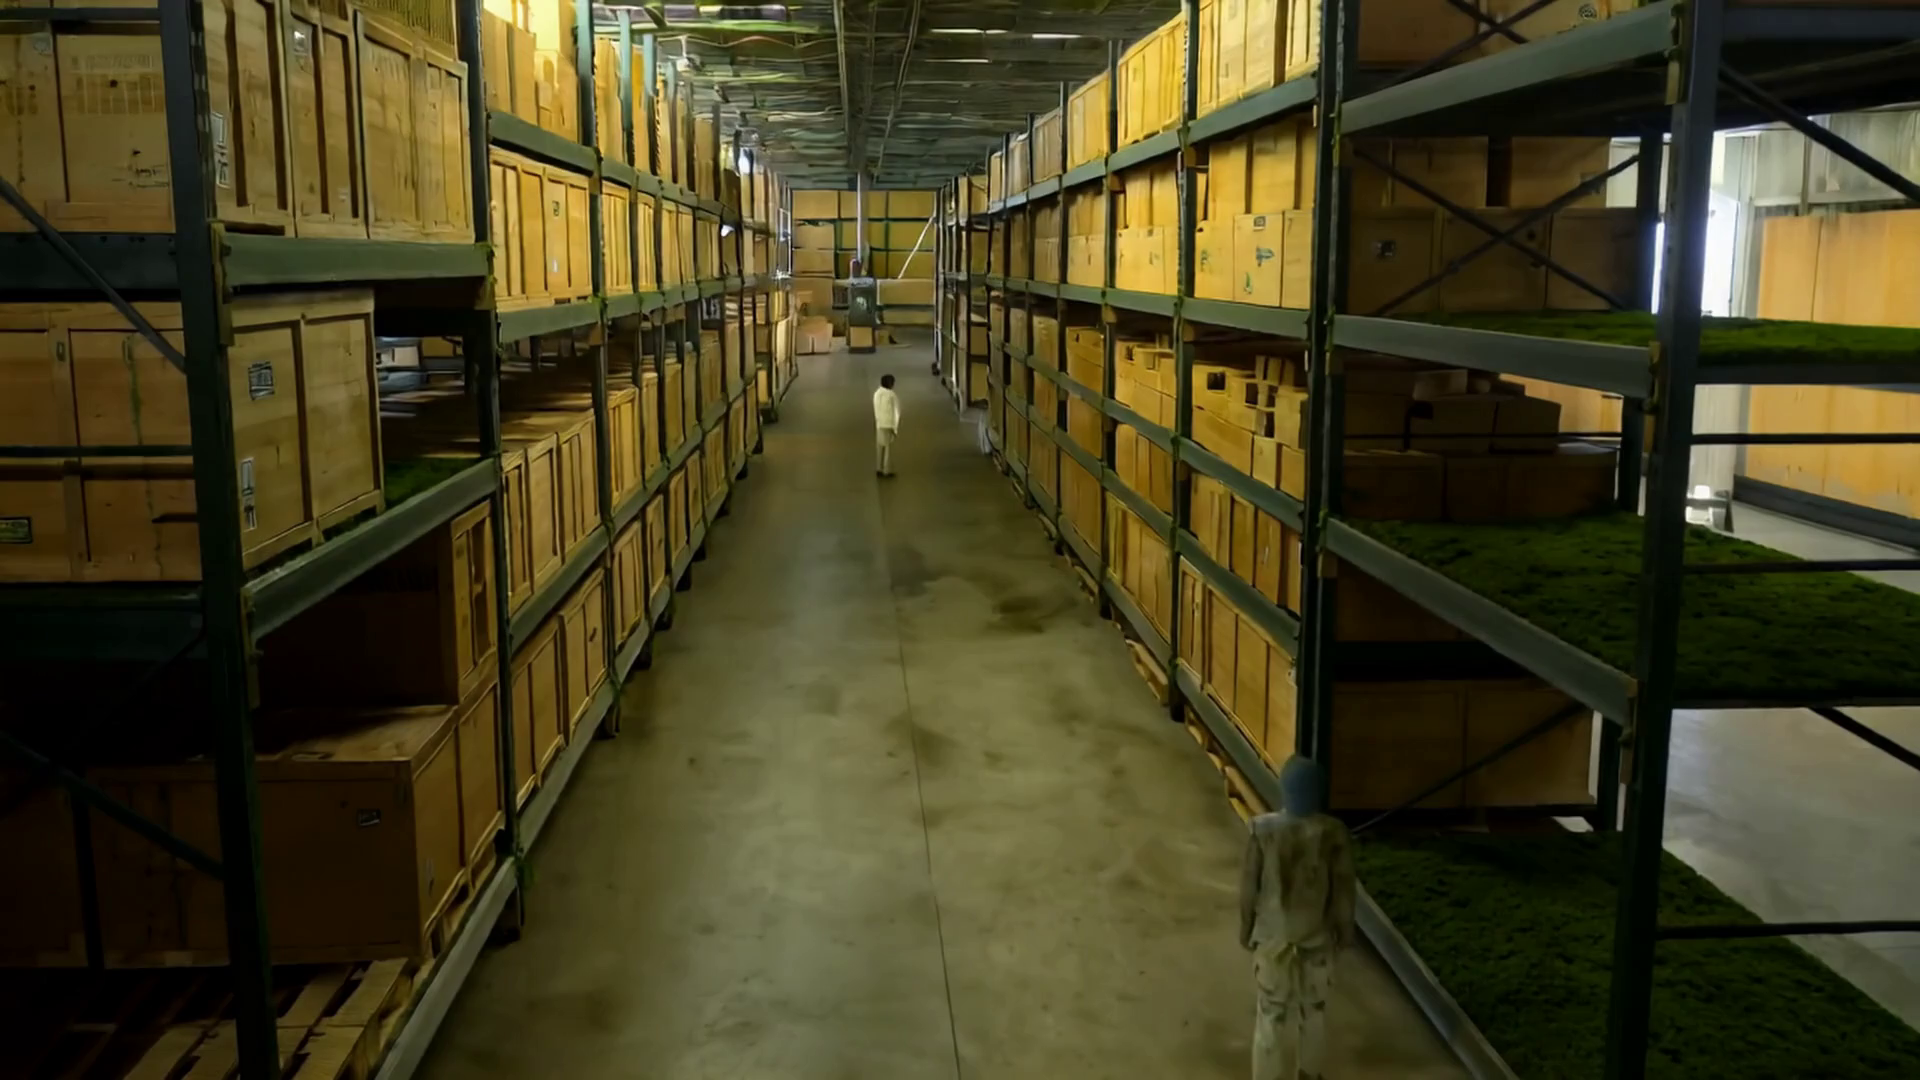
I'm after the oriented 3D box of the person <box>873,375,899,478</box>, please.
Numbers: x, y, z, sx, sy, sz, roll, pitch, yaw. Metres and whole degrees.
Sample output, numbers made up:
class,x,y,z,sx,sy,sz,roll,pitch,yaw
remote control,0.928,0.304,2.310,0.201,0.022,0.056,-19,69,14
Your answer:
class,x,y,z,sx,sy,sz,roll,pitch,yaw
person,-1.299,-2.035,29.758,0.430,1.837,0.626,-6,11,-33

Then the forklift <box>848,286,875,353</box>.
class,x,y,z,sx,sy,sz,roll,pitch,yaw
forklift,-4.131,-9.270,69.840,1.129,2.768,1.873,-1,10,-3

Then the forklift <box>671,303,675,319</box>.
class,x,y,z,sx,sy,sz,roll,pitch,yaw
forklift,-9.959,-6.964,56.068,1.129,2.768,1.873,2,10,12

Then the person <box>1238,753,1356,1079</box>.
class,x,y,z,sx,sy,sz,roll,pitch,yaw
person,1.524,1.778,7.545,0.523,1.638,0.310,2,10,11

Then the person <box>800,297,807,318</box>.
class,x,y,z,sx,sy,sz,roll,pitch,yaw
person,-8.714,-12.616,92.805,0.978,1.897,0.552,3,10,18

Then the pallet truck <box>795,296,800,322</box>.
class,x,y,z,sx,sy,sz,roll,pitch,yaw
pallet truck,-8.622,-12.439,91.403,1.885,1.965,0.823,2,10,13
